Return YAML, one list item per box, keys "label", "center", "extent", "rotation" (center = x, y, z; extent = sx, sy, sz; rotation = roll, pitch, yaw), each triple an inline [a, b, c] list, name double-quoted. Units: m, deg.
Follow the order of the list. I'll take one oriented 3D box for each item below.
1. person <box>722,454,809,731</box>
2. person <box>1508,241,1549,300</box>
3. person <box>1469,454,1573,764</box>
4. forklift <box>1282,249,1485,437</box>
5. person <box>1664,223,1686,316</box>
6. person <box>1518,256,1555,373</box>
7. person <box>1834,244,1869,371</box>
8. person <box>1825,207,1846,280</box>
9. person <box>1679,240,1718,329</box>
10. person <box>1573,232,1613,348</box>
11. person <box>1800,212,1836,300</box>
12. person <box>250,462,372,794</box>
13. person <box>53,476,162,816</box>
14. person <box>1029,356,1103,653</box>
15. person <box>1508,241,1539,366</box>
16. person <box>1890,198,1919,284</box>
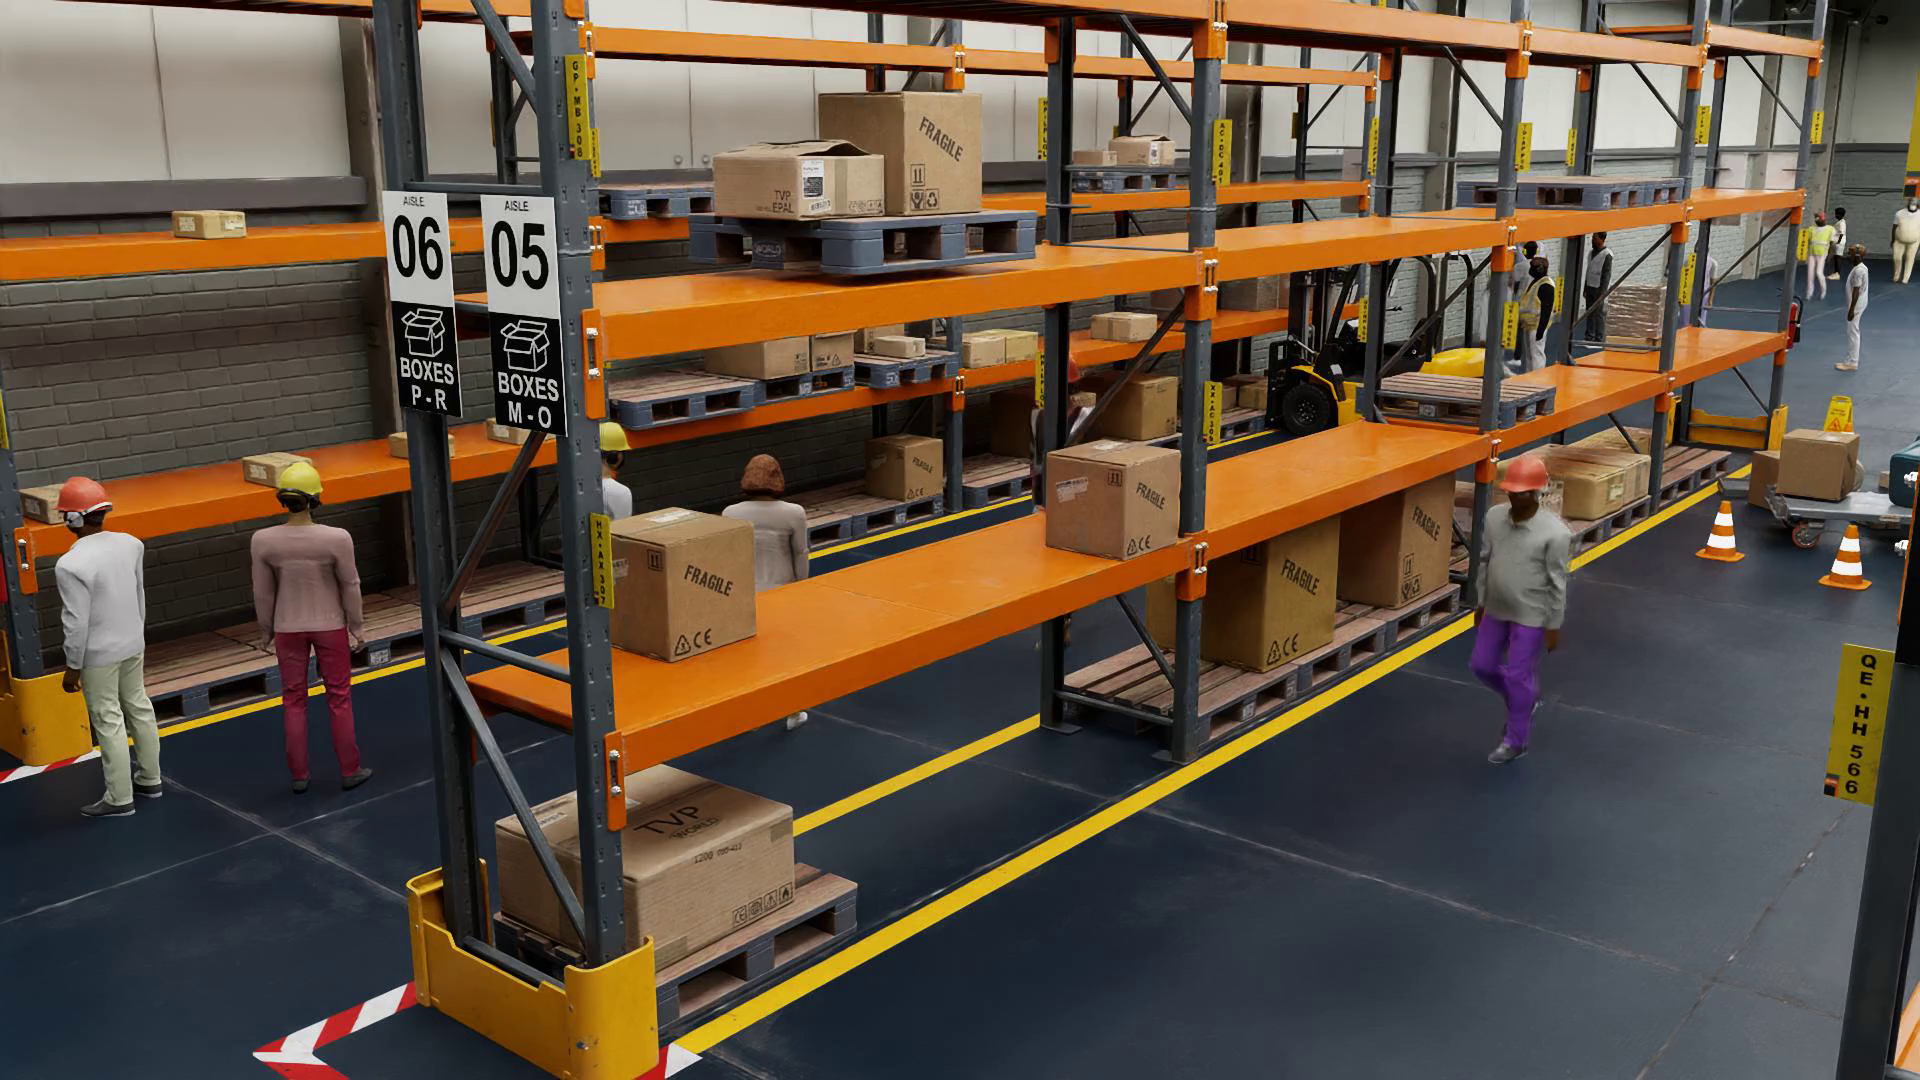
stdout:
- label: "person"
  center: [-1.120, 0.310, 9.646]
  extent: [0.499, 1.632, 0.285]
  rotation: [0, 14, 0]
- label: "person"
  center: [9.186, -4.135, 26.906]
  extent: [0.683, 2.000, 0.538]
  rotation: [0, 14, -1]
- label: "person"
  center: [3.086, 0.372, 9.166]
  extent: [0.441, 1.735, 0.576]
  rotation: [-8, 16, -30]
- label: "forklift"
  center: [4.886, -2.214, 18.767]
  extent: [2.313, 2.155, 1.214]
  rotation: [11, 18, 38]
- label: "person"
  center: [13.490, -5.153, 31.435]
  extent: [0.493, 1.860, 0.332]
  rotation: [-11, 17, -37]
- label: "person"
  center: [7.567, -2.808, 21.910]
  extent: [0.429, 1.842, 0.634]
  rotation: [1, 14, 3]
- label: "person"
  center: [13.059, -3.391, 24.309]
  extent: [0.350, 1.837, 0.502]
  rotation: [7, 15, 26]
- label: "person"
  center: [20.722, -6.994, 39.263]
  extent: [0.320, 1.692, 0.531]
  rotation: [5, 15, 20]
- label: "person"
  center: [11.320, -3.709, 25.573]
  extent: [0.504, 1.847, 0.345]
  rotation: [10, 17, 36]
- label: "person"
  center: [10.272, -4.057, 26.837]
  extent: [0.391, 1.920, 0.593]
  rotation: [-3, 14, -12]
- label: "person"
  center: [17.721, -5.863, 34.397]
  extent: [0.554, 1.819, 0.601]
  rotation: [-8, 16, -31]
- label: "person"
  center: [-3.404, 0.465, 8.741]
  extent: [0.534, 1.767, 0.314]
  rotation: [-2, 14, -8]
- label: "person"
  center: [-4.363, 0.539, 8.462]
  extent: [0.327, 1.753, 0.563]
  rotation: [3, 14, 11]
- label: "person"
  center: [0.694, -0.252, 11.121]
  extent: [0.615, 2.027, 0.502]
  rotation: [11, 18, 39]
- label: "person"
  center: [8.450, -3.526, 24.785]
  extent: [0.510, 1.870, 0.328]
  rotation: [-1, 14, -5]
- label: "person"
  center: [21.774, -6.906, 38.188]
  extent: [0.711, 2.000, 0.535]
  rotation: [9, 16, 31]
